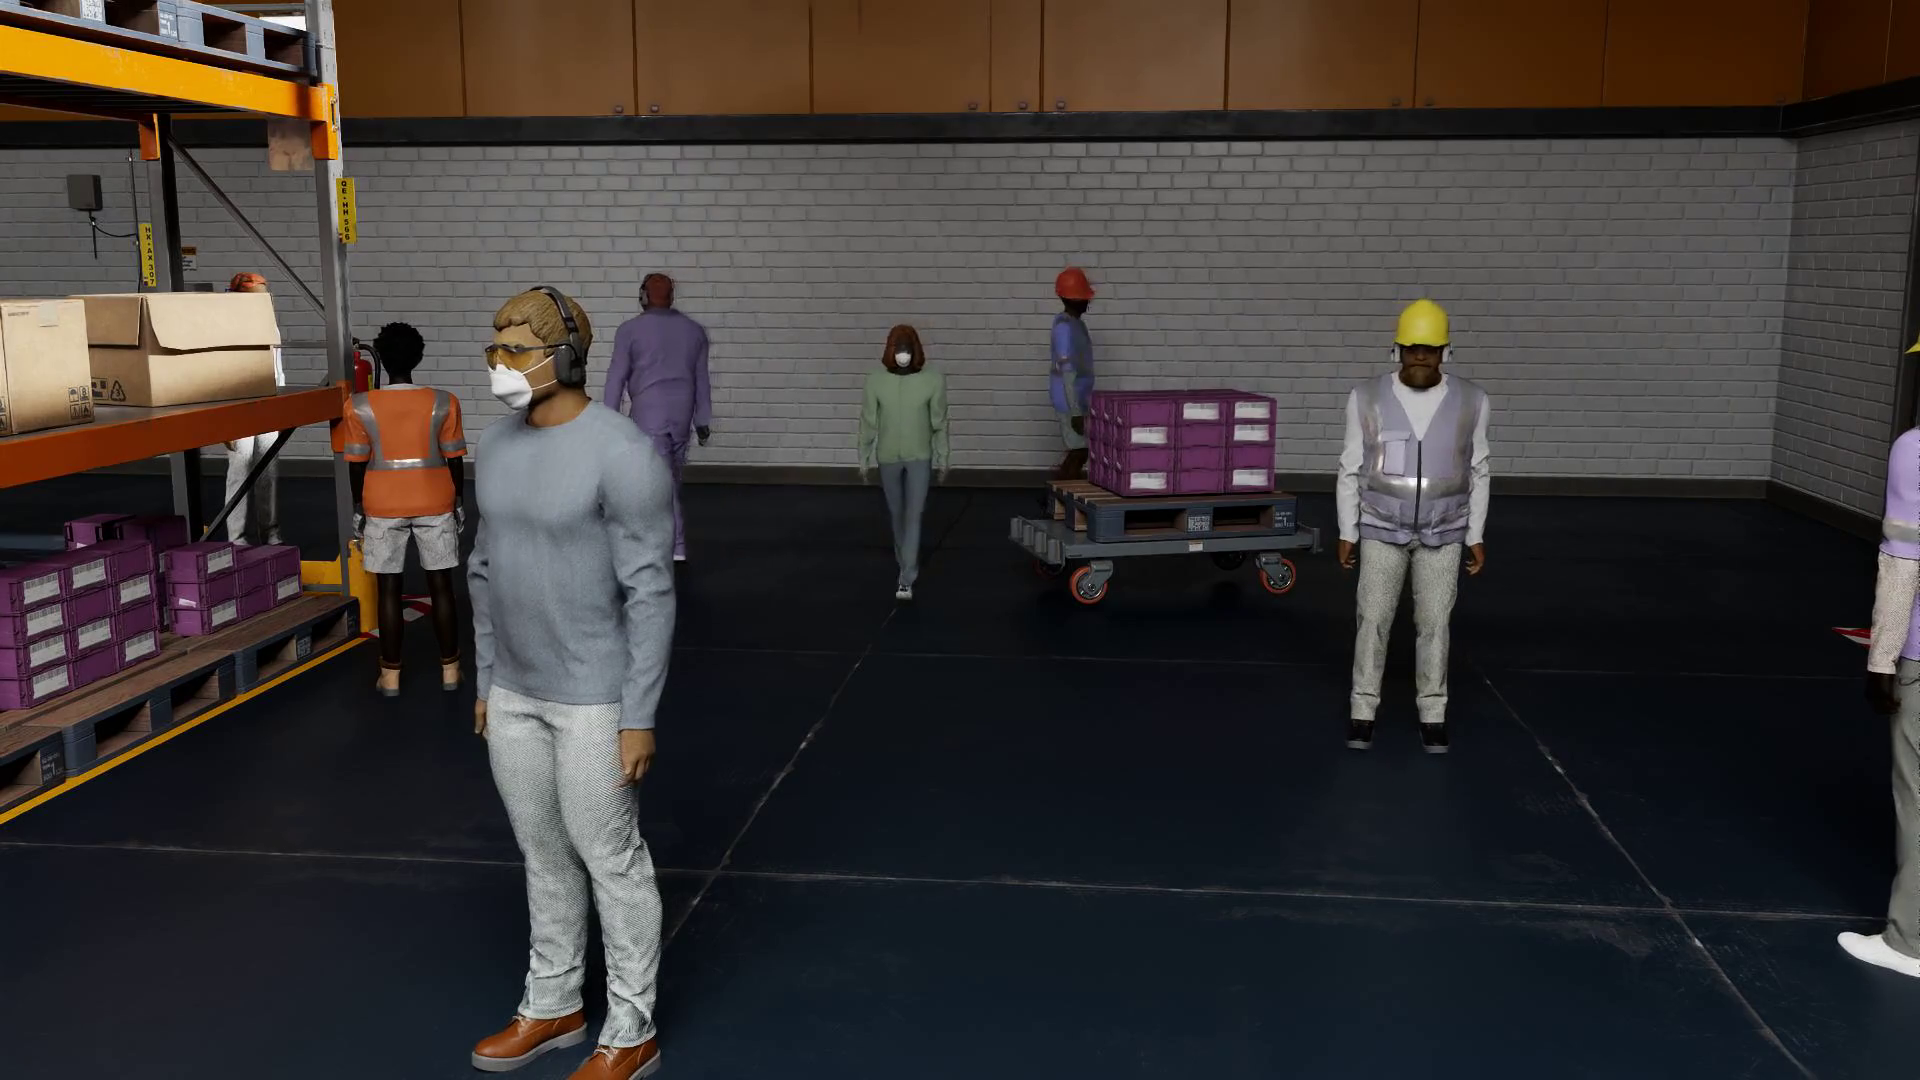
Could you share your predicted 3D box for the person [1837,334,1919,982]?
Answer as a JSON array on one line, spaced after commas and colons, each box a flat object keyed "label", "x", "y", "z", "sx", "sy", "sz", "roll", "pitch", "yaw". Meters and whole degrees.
[{"label": "person", "x": 2.765, "y": 0.270, "z": 4.636, "sx": 0.592, "sy": 1.919, "sz": 0.399, "roll": -3, "pitch": 10, "yaw": -15}]

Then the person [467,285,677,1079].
[{"label": "person", "x": -0.947, "y": 0.371, "z": 3.977, "sx": 0.635, "sy": 1.938, "sz": 0.361, "roll": 7, "pitch": 12, "yaw": 36}]

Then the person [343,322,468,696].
[{"label": "person", "x": -2.507, "y": -0.135, "z": 7.568, "sx": 0.537, "sy": 1.697, "sz": 0.318, "roll": -4, "pitch": 11, "yaw": -22}]

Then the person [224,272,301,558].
[{"label": "person", "x": -4.537, "y": -0.767, "z": 10.670, "sx": 0.350, "sy": 1.879, "sz": 0.578, "roll": 4, "pitch": 11, "yaw": 20}]

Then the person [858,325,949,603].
[{"label": "person", "x": -0.332, "y": -0.456, "z": 9.708, "sx": 0.517, "sy": 1.584, "sz": 0.881, "roll": 1, "pitch": 10, "yaw": 6}]

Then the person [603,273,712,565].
[{"label": "person", "x": -2.024, "y": -0.800, "z": 10.914, "sx": 0.668, "sy": 1.863, "sz": 0.959, "roll": -9, "pitch": 13, "yaw": -41}]

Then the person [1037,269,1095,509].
[{"label": "person", "x": 0.771, "y": -0.992, "z": 11.955, "sx": 0.455, "sy": 1.893, "sz": 0.657, "roll": 2, "pitch": 10, "yaw": 12}]

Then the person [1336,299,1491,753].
[{"label": "person", "x": 1.814, "y": -0.046, "z": 6.679, "sx": 0.600, "sy": 1.827, "sz": 0.404, "roll": 2, "pitch": 10, "yaw": 11}]
